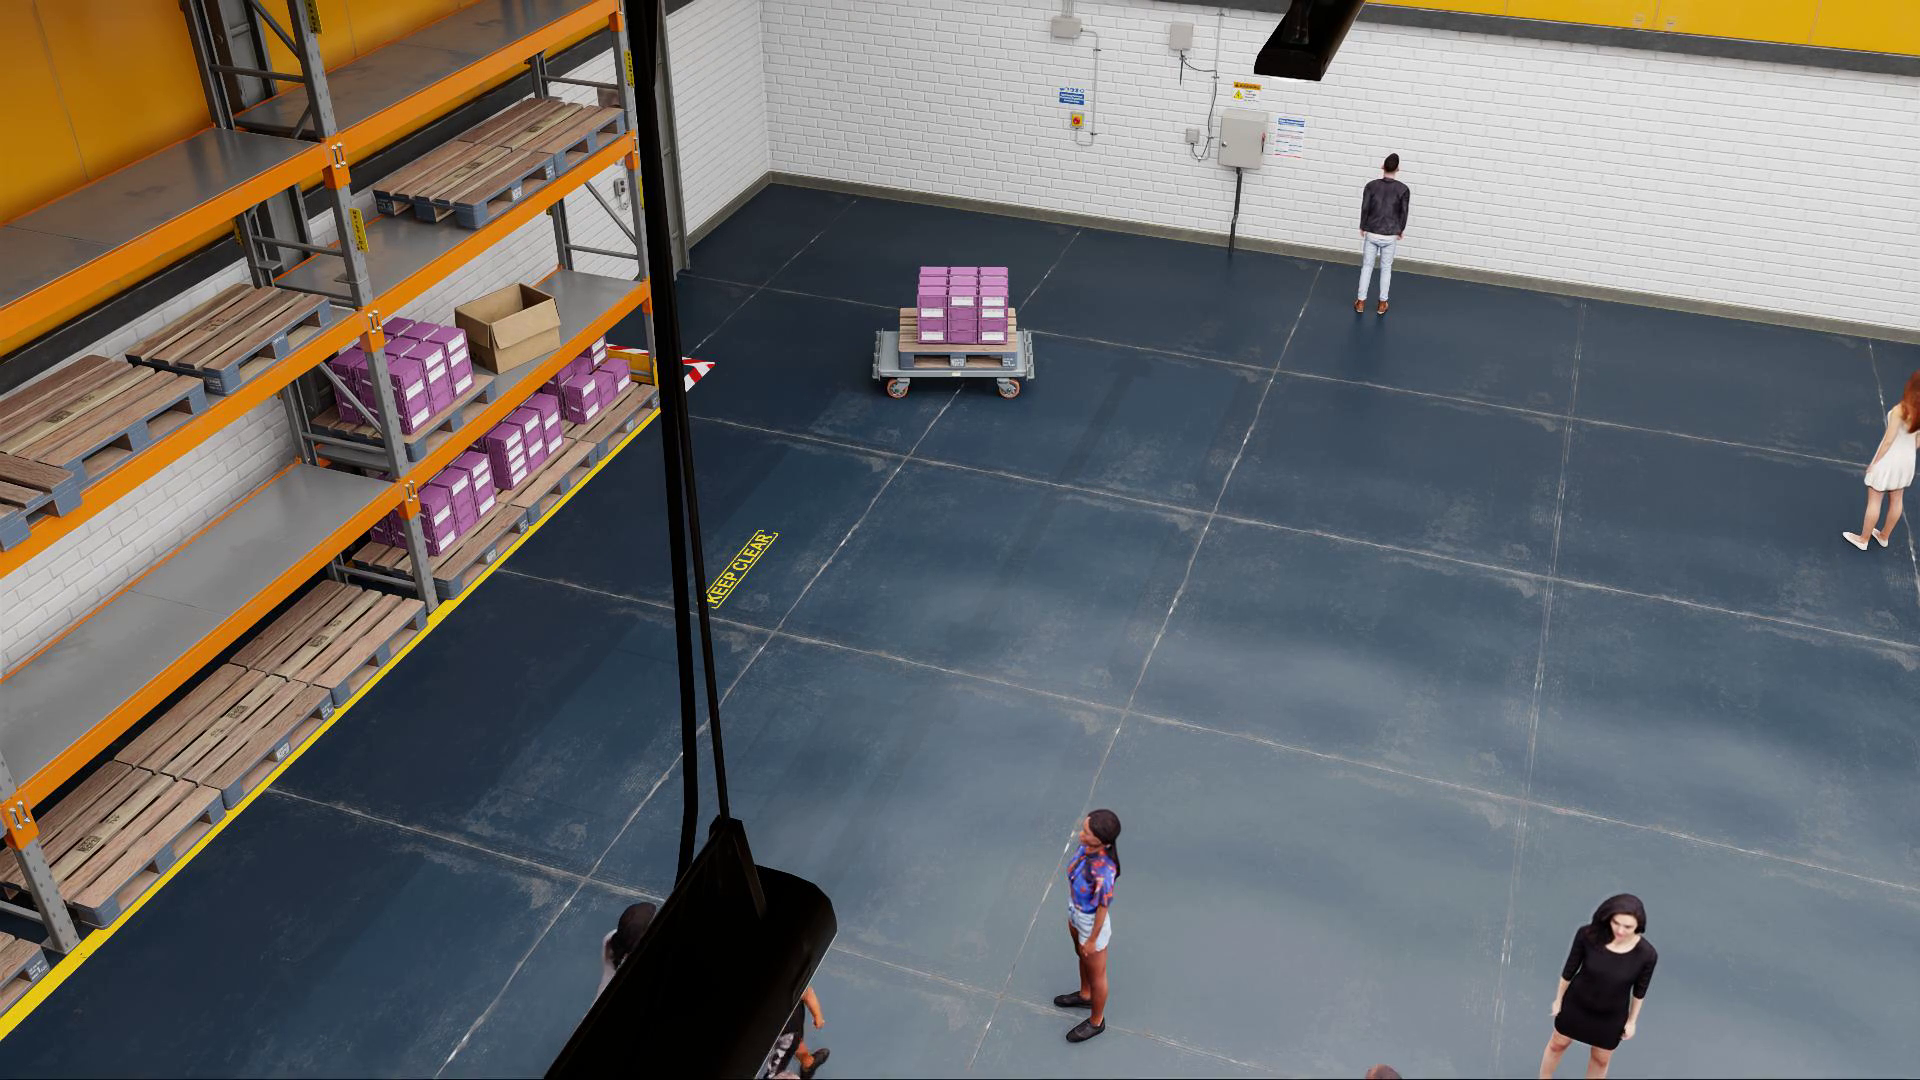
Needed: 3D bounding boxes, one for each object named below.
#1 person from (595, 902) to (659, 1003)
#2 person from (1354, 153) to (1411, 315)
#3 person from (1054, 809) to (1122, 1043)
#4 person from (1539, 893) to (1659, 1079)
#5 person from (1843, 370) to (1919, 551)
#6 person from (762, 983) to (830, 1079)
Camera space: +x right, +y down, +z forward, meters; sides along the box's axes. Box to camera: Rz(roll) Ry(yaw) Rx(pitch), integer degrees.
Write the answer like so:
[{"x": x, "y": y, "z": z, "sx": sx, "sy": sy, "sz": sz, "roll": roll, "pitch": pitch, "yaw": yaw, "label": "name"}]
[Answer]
[{"x": -1.925, "y": 2.704, "z": 9.370, "sx": 0.870, "sy": 1.578, "sz": 0.811, "roll": -24, "pitch": 41, "yaw": -32, "label": "person"}, {"x": 4.630, "y": -3.359, "z": 18.259, "sx": 0.674, "sy": 1.837, "sz": 0.577, "roll": 8, "pitch": 34, "yaw": 12, "label": "person"}, {"x": 0.779, "y": 2.262, "z": 9.886, "sx": 0.729, "sy": 1.743, "sz": 0.629, "roll": -7, "pitch": 34, "yaw": -11, "label": "person"}, {"x": 3.544, "y": 2.629, "z": 9.277, "sx": 0.620, "sy": 1.806, "sz": 0.540, "roll": 17, "pitch": 37, "yaw": 24, "label": "person"}, {"x": 8.075, "y": -0.694, "z": 14.363, "sx": 0.642, "sy": 1.711, "sz": 0.669, "roll": -6, "pitch": 34, "yaw": -10, "label": "person"}, {"x": -1.061, "y": 2.706, "z": 9.325, "sx": 0.795, "sy": 1.624, "sz": 1.163, "roll": 22, "pitch": 39, "yaw": 29, "label": "person"}]
